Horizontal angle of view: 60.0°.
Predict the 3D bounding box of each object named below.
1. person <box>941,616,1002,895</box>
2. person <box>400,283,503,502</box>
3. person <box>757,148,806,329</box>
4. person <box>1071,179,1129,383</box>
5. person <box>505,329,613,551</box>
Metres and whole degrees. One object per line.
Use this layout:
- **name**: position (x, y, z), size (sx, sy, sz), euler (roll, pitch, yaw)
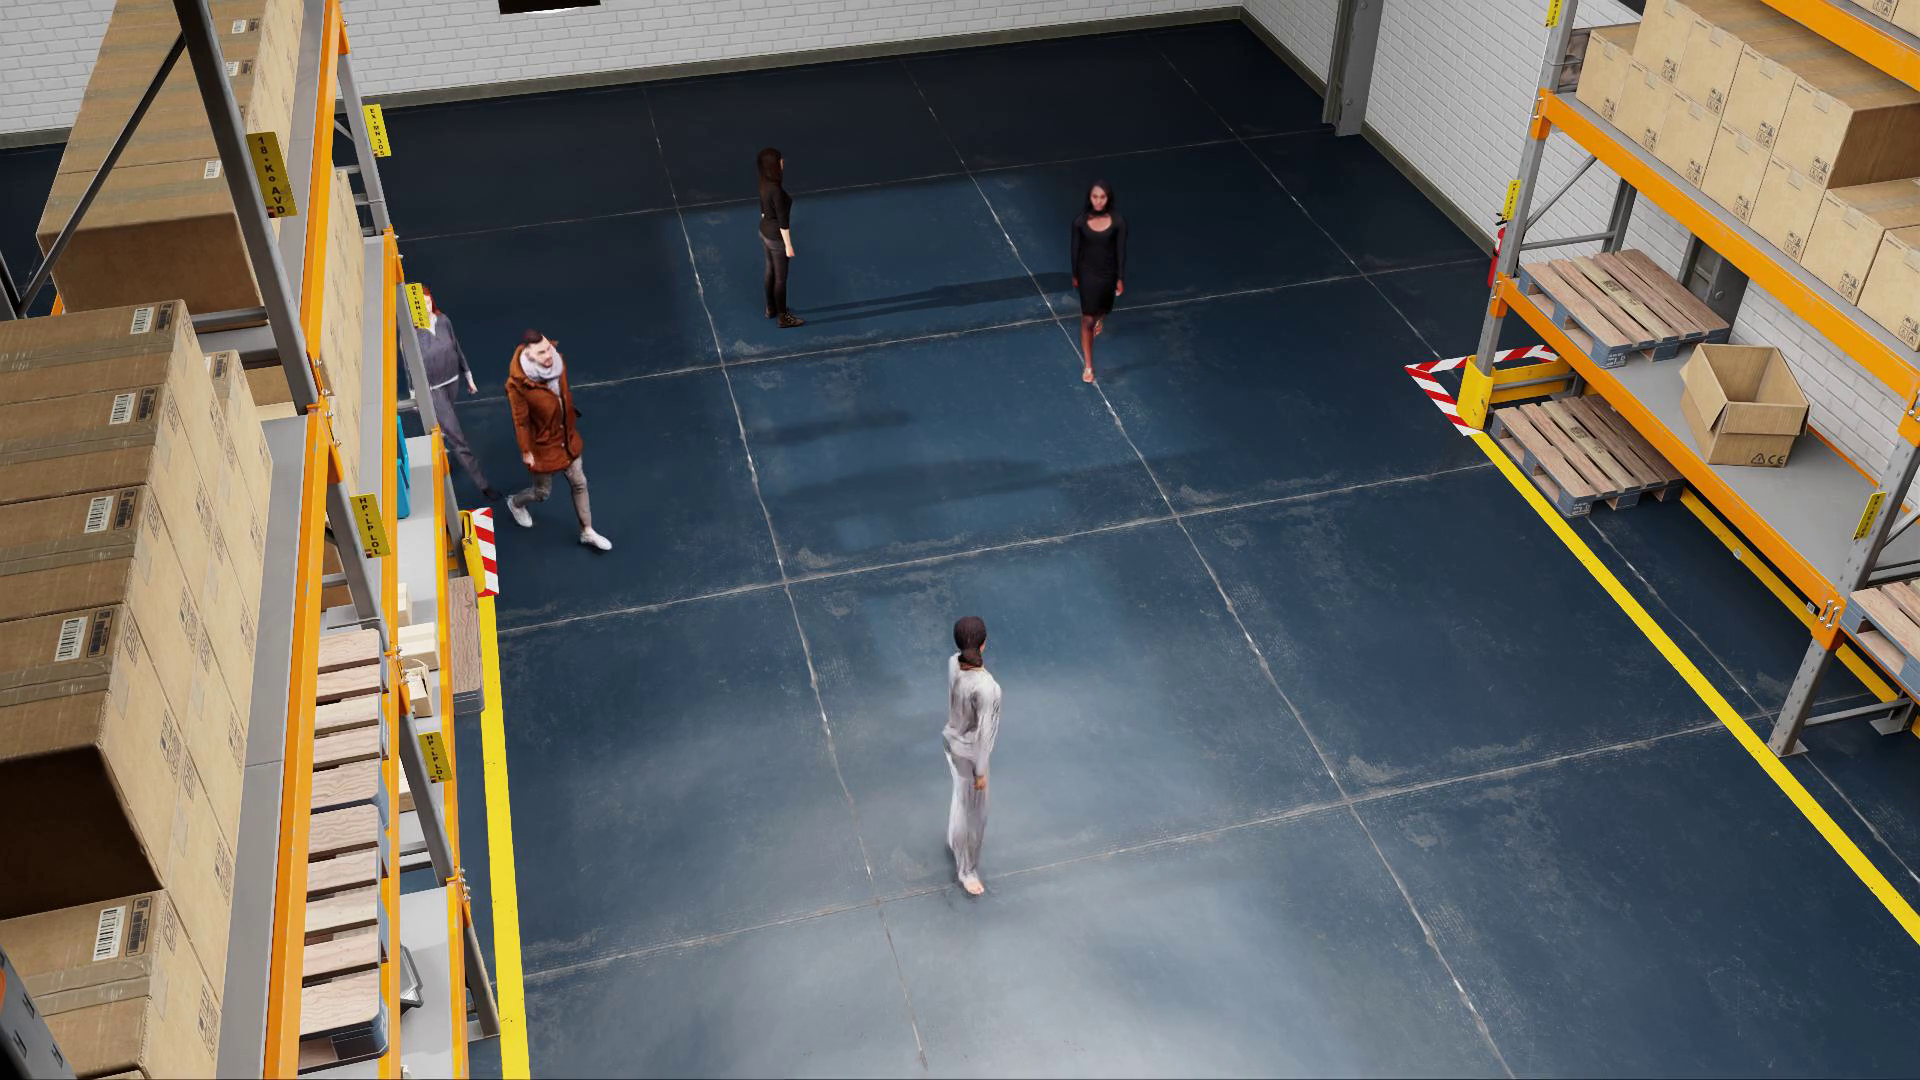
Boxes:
- **person**: position (0.038, 1.239, 9.432), size (0.845, 1.746, 0.530), euler (-7, 39, -8)
- **person**: position (-3.935, -1.136, 12.428), size (1.200, 1.718, 1.063), euler (24, 45, 27)
- **person**: position (-1.599, -2.611, 14.338), size (0.680, 1.640, 0.523), euler (-20, 43, -23)
- **person**: position (1.153, -2.215, 13.796), size (0.842, 1.698, 1.168), euler (2, 39, 3)
- **person**: position (-2.986, -0.719, 11.830), size (1.212, 1.813, 1.134), euler (22, 43, 25)
